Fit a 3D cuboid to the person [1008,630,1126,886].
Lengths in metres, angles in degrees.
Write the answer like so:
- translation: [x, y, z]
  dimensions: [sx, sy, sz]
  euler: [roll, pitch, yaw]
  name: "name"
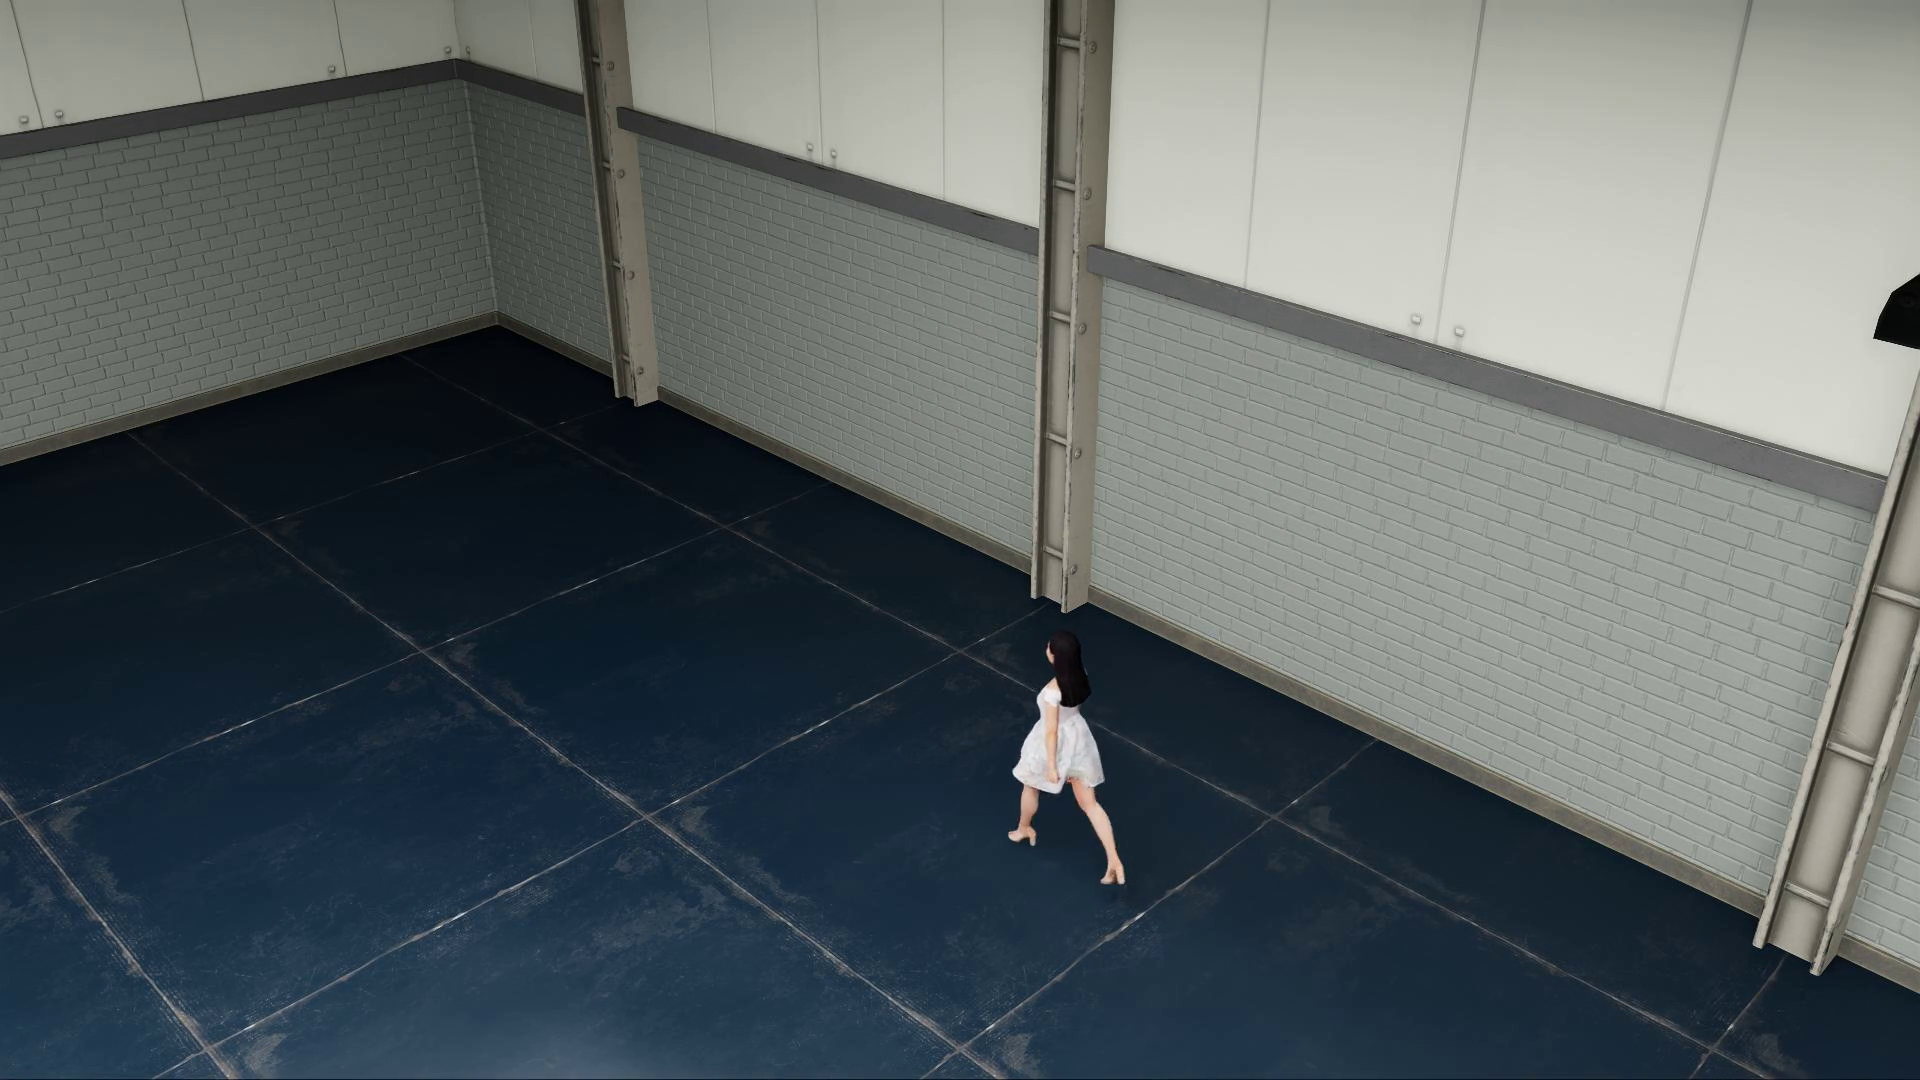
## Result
- translation: [0.719, 1.379, 10.324]
  dimensions: [1.195, 1.730, 0.601]
  euler: [24, 36, 37]
  name: "person"
